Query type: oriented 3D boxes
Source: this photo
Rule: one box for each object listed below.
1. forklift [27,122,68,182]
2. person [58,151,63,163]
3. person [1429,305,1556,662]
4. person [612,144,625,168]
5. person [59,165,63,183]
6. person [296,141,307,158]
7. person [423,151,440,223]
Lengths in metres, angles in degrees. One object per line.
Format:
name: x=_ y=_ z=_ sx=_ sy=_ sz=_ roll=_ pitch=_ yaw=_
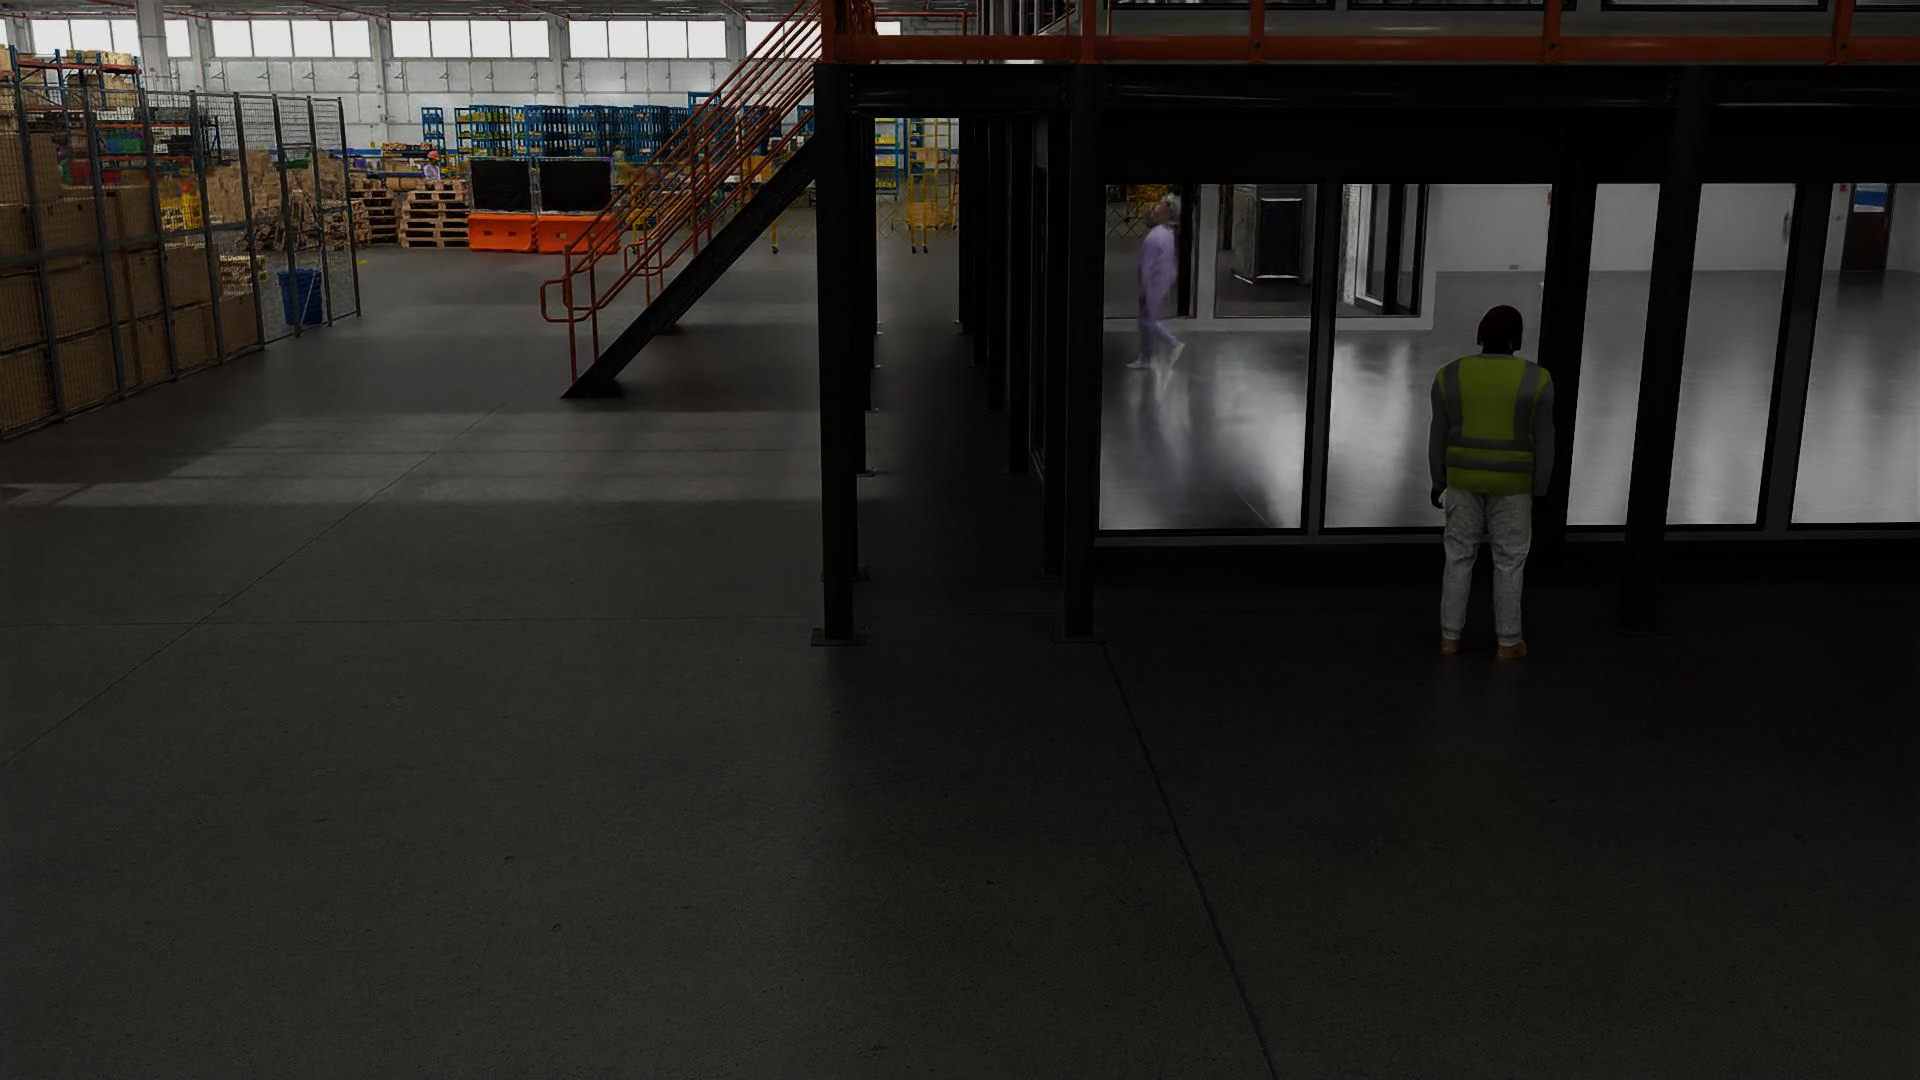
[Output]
forklift: x=-35.376 y=-14.773 z=64.377 sx=1.129 sy=2.768 sz=1.873 roll=-1 pitch=14 yaw=-2
person: x=-39.528 y=-16.395 z=72.822 sx=0.552 sy=1.920 sz=0.800 roll=0 pitch=14 yaw=0
person: x=2.731 y=-0.285 z=8.578 sx=0.622 sy=1.844 sz=0.429 roll=7 pitch=16 yaw=26
person: x=-16.231 y=-17.896 z=79.053 sx=0.596 sy=1.805 sz=0.575 roll=-5 pitch=15 yaw=-20
person: x=-31.187 y=-12.396 z=57.428 sx=0.279 sy=1.624 sz=0.494 roll=6 pitch=15 yaw=23
person: x=-32.398 y=-18.720 z=82.130 sx=0.952 sy=1.900 sz=0.641 roll=8 pitch=16 yaw=30
person: x=-13.977 y=-9.313 z=44.273 sx=0.386 sy=2.034 sz=0.604 roll=3 pitch=14 yaw=12
